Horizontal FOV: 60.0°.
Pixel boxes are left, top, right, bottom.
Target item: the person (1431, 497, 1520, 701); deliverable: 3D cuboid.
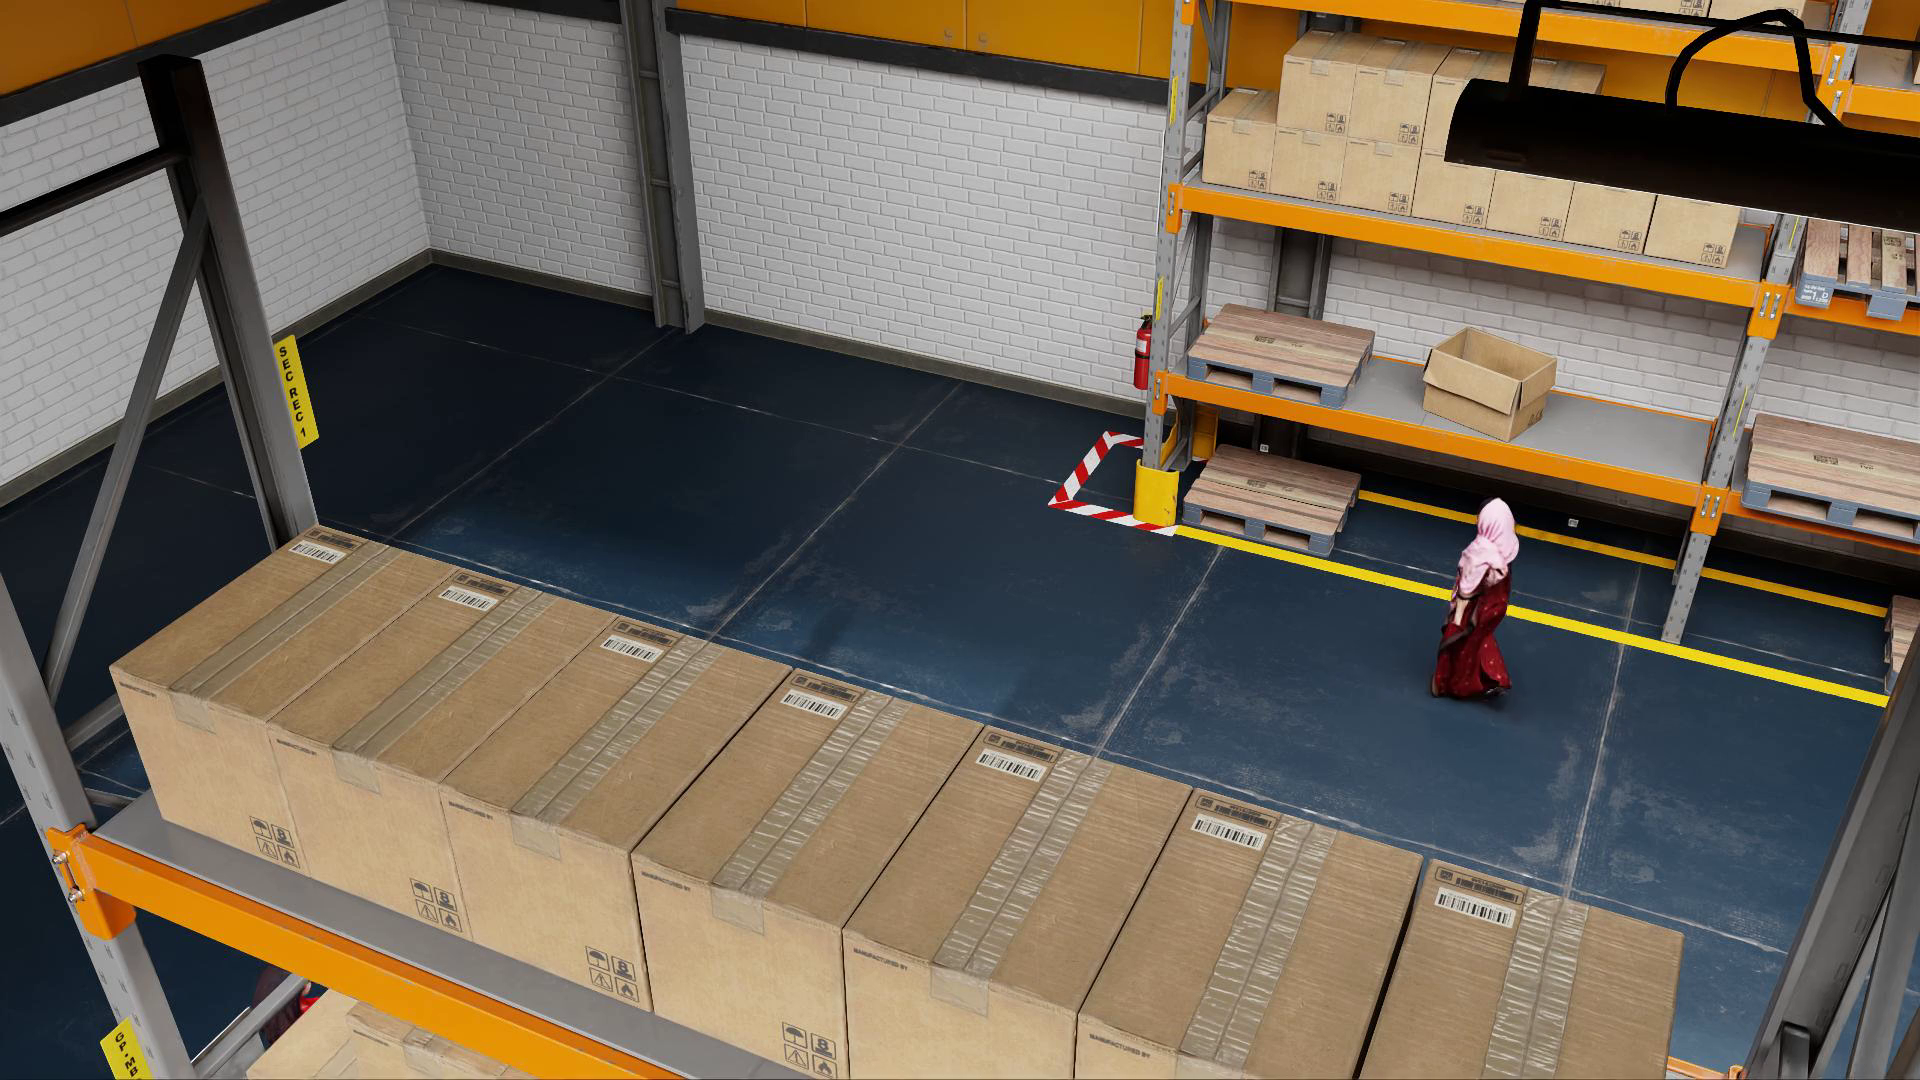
[{"bbox_3d":[3.488,0.445,10.956,0.867,1.631,0.935,-21,39,-28],"label":"person"}]
